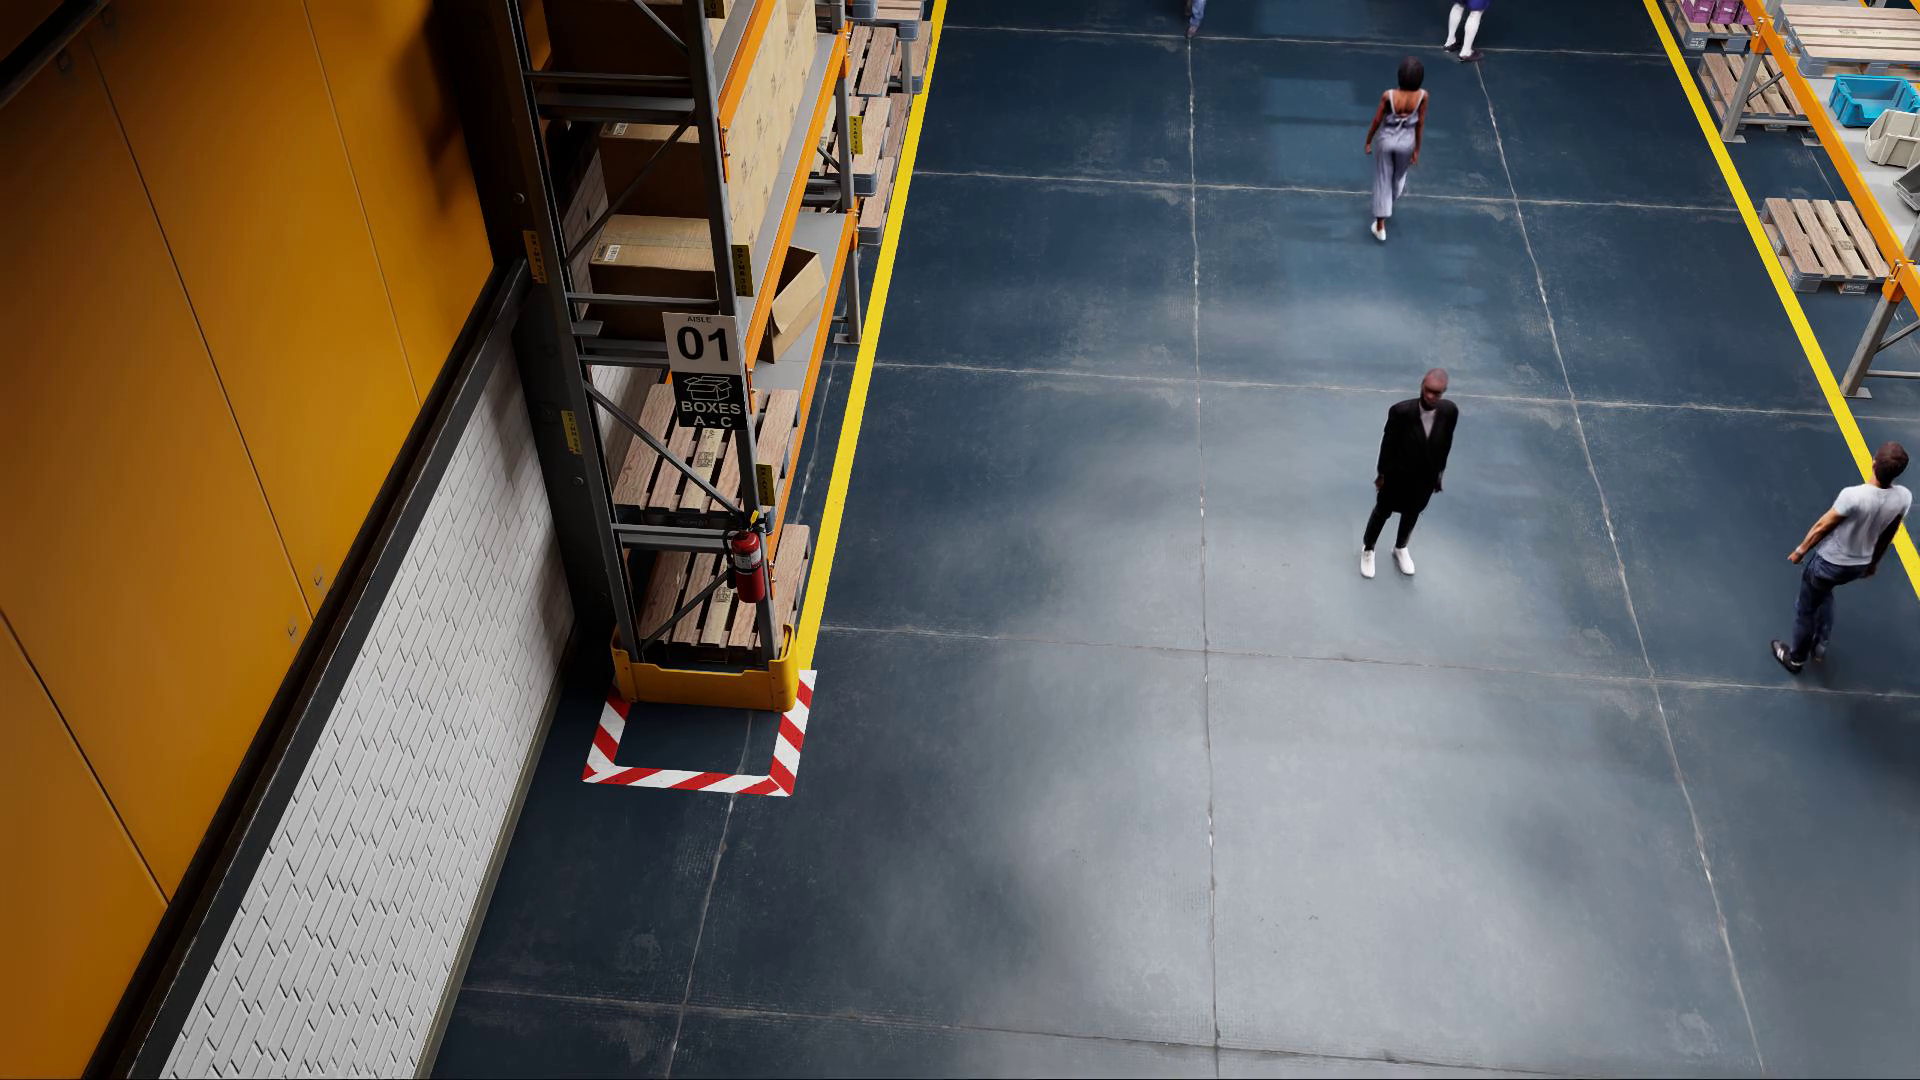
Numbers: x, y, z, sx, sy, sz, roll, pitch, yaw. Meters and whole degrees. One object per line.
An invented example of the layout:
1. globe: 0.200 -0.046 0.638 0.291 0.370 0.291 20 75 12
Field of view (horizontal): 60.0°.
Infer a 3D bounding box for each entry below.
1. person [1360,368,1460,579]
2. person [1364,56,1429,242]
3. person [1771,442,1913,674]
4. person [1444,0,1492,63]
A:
1. person: 3.093 -0.480 11.432 0.670 1.761 0.599 -2 44 -2
2. person: 3.815 -3.394 14.557 0.627 1.669 0.947 2 44 2
3. person: 5.686 0.199 10.653 0.726 1.853 0.735 -9 44 -9
4. person: 5.276 -5.826 16.984 0.816 1.842 0.695 -19 47 -19
